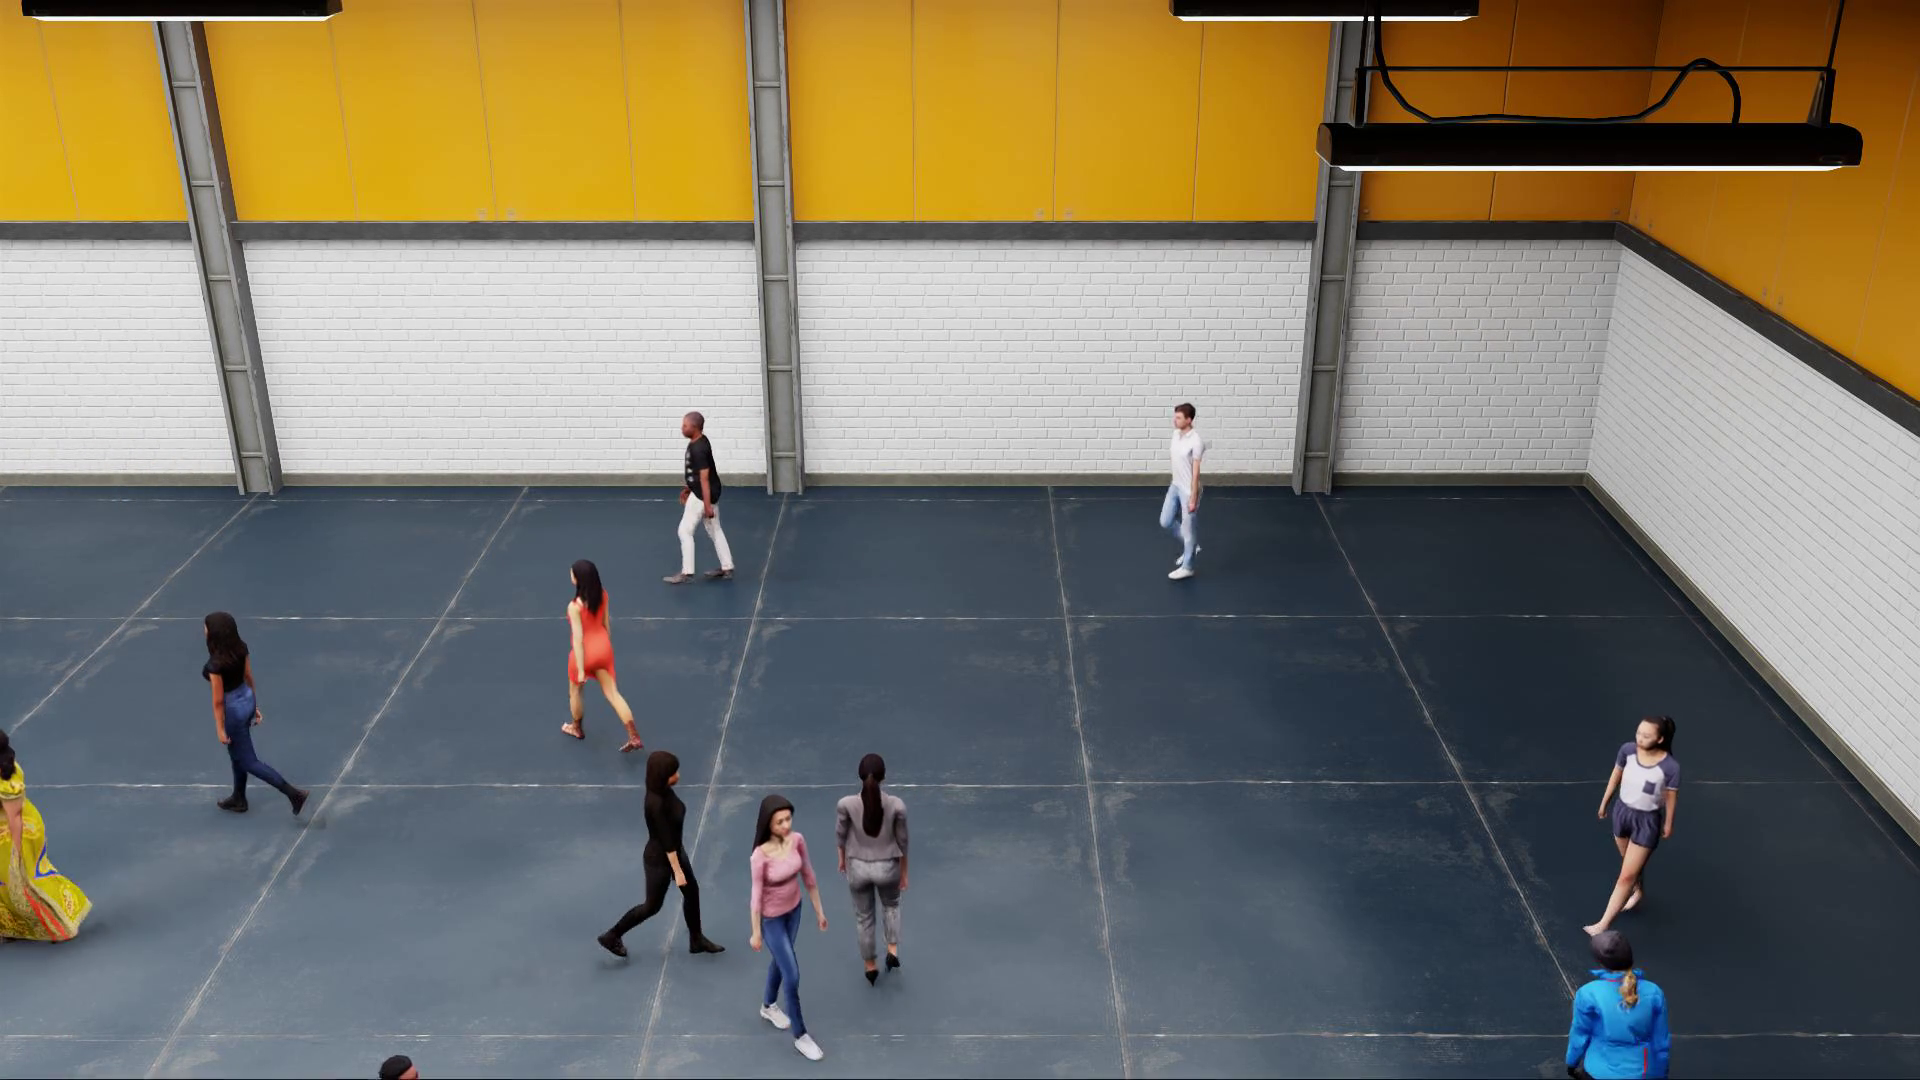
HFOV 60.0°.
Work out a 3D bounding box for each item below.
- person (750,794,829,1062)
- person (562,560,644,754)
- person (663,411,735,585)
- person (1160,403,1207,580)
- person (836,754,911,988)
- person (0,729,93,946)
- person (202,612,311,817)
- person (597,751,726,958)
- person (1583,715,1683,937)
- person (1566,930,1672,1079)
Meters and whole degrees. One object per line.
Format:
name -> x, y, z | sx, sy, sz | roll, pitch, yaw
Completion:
person -> -1.158, 2.296, 10.289 | 0.974, 1.723, 0.886 | 18, 30, 36
person -> -2.887, 0.969, 13.374 | 1.190, 1.682, 1.024 | 16, 28, 32
person -> -2.440, -0.418, 16.425 | 0.943, 1.780, 0.702 | -2, 24, -4
person -> 2.329, -0.497, 16.531 | 0.849, 1.839, 0.796 | -11, 26, -24
person -> -0.567, 2.174, 10.639 | 0.509, 1.665, 0.686 | -2, 24, -3
person -> -6.309, 1.960, 11.141 | 1.166, 1.656, 1.103 | -20, 31, -38
person -> -5.335, 1.348, 12.468 | 1.143, 1.714, 0.742 | 6, 24, 13
person -> -2.022, 2.104, 10.872 | 1.043, 1.607, 0.571 | 1, 24, 2
person -> 4.663, 1.904, 11.324 | 1.122, 1.612, 0.956 | -14, 27, -29
person -> 3.548, 2.891, 8.859 | 0.652, 1.778, 0.862 | 14, 27, 29
